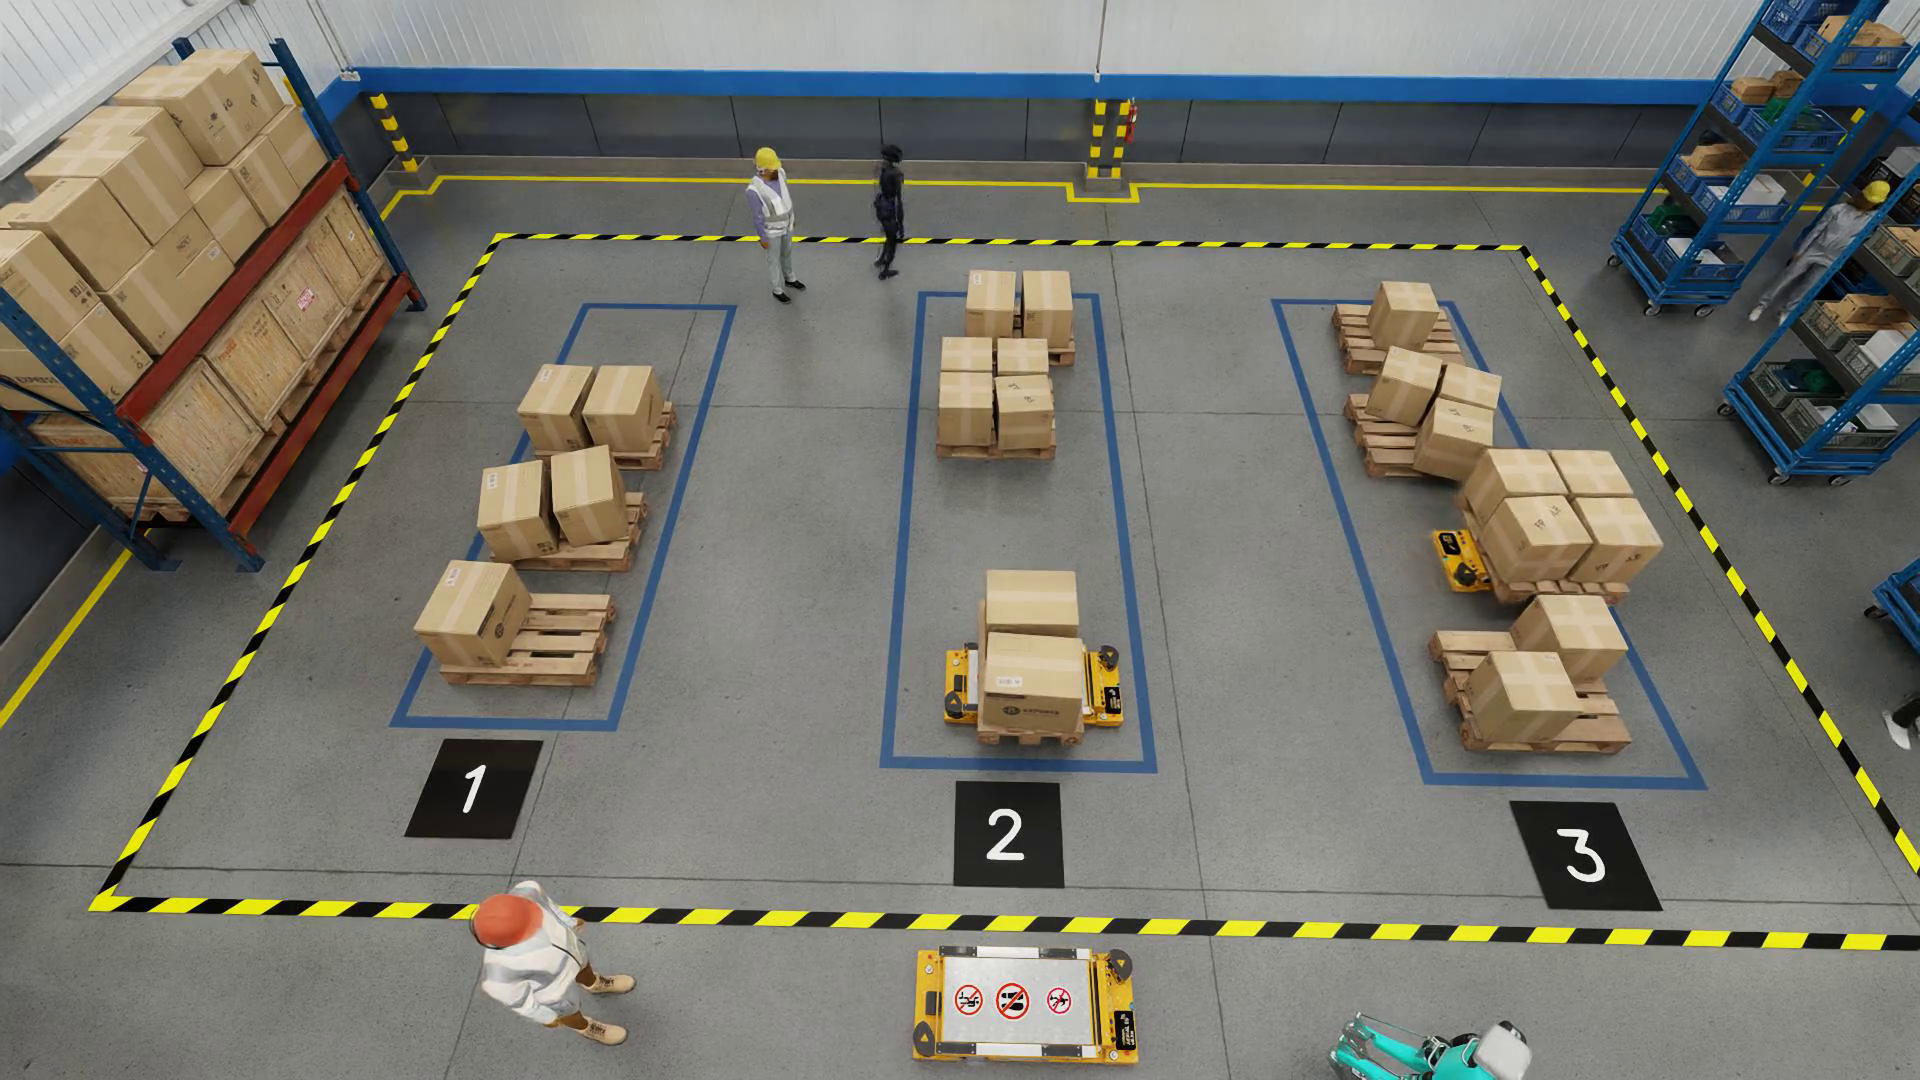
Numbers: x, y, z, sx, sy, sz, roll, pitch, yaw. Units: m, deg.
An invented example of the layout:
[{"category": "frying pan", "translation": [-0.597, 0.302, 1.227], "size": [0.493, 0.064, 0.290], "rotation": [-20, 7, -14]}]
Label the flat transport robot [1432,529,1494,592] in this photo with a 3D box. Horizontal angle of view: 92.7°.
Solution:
[{"category": "flat transport robot", "translation": [5.142, 0.162, 8.336], "size": [1.431, 0.197, 0.652], "rotation": [1, 51, 1]}]

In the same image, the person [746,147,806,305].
[{"category": "person", "translation": [-2.069, -3.562, 10.381], "size": [0.404, 1.827, 0.602], "rotation": [24, 55, 18]}]

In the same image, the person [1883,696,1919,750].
[{"category": "person", "translation": [7.550, 1.026, 6.636], "size": [0.624, 1.833, 0.457], "rotation": [2, 51, 2]}]

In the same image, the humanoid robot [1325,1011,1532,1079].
[{"category": "humanoid robot", "translation": [2.459, 2.860, 5.118], "size": [0.533, 1.681, 0.735], "rotation": [-36, 59, -26]}]

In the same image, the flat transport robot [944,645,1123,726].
[{"category": "flat transport robot", "translation": [0.596, 1.174, 7.511], "size": [1.431, 0.197, 0.652], "rotation": [1, 51, 1]}]

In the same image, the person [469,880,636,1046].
[{"category": "person", "translation": [-2.326, 2.474, 5.327], "size": [0.385, 2.039, 0.614], "rotation": [-1, 51, -1]}]

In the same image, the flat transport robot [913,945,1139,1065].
[{"category": "flat transport robot", "translation": [0.422, 3.041, 6.007], "size": [1.431, 0.231, 0.659], "rotation": [1, 51, 1]}]

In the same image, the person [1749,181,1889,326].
[{"category": "person", "translation": [9.485, -3.124, 10.080], "size": [0.493, 1.741, 0.308], "rotation": [21, 54, 16]}]

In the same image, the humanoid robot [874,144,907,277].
[{"category": "humanoid robot", "translation": [-0.862, -3.820, 10.705], "size": [0.474, 1.631, 0.597], "rotation": [-21, 54, -16]}]

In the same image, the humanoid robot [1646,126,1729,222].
[{"category": "humanoid robot", "translation": [9.033, -4.478, 11.234], "size": [0.602, 1.635, 0.643], "rotation": [-21, 54, -16]}]
